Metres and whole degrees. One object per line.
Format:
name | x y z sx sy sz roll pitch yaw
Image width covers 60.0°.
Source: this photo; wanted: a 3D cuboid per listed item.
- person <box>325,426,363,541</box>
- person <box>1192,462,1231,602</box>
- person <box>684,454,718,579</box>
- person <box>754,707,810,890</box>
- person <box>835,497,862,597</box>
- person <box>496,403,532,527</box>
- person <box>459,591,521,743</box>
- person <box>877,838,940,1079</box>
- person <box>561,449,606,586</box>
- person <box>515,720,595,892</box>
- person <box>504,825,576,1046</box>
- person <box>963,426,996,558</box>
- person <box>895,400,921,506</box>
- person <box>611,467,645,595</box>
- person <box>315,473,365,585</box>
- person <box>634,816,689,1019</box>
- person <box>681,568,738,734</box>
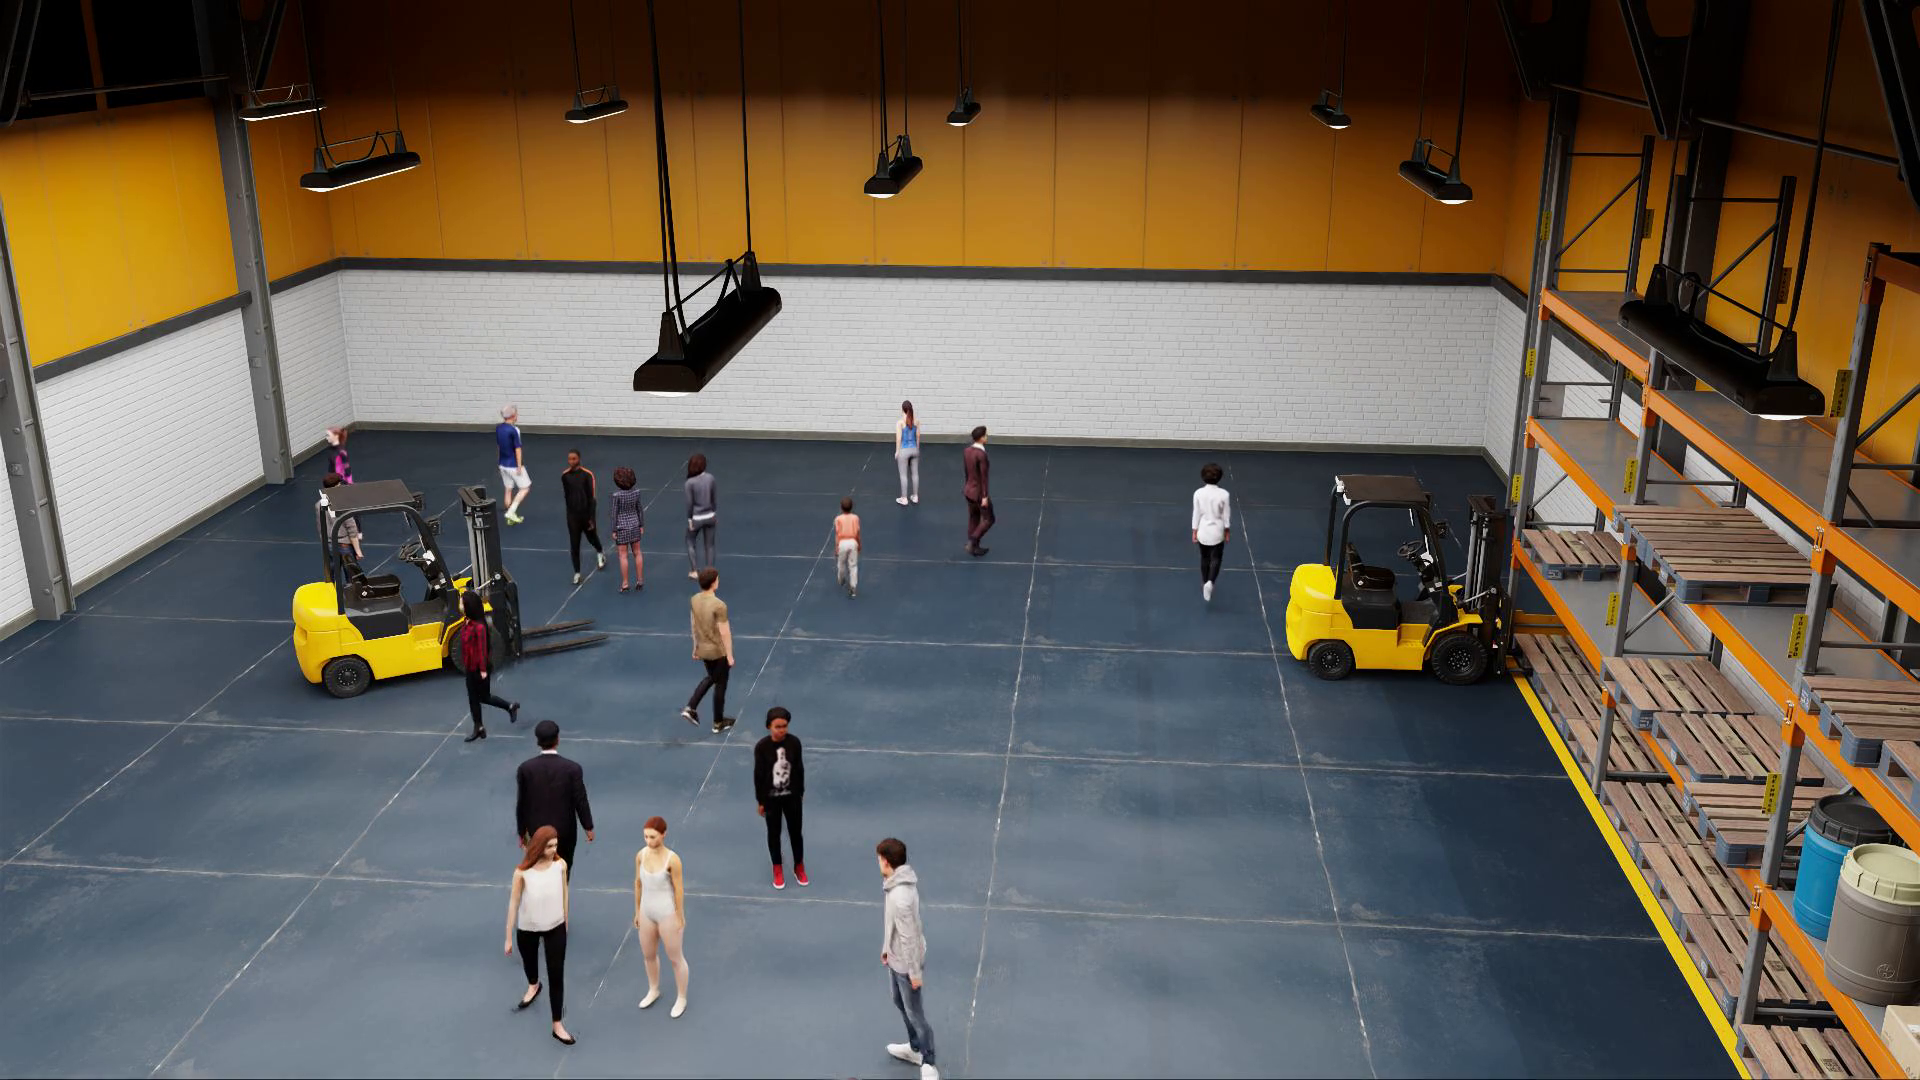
person | -8.646 -0.780 23.479 0.900 1.724 0.840 -14 23 -36
person | 3.220 -0.086 21.316 0.773 1.788 1.087 5 19 15
person | -3.358 -0.259 21.886 0.774 1.752 0.833 -9 21 -24
person | -1.597 2.225 14.632 0.689 1.675 0.697 -5 19 -14
person | -1.442 0.104 21.551 0.700 1.279 0.967 -4 19 -12
person | -6.594 -1.071 24.183 0.792 1.824 0.847 11 22 30
person | -4.968 1.308 17.408 0.953 1.640 0.892 -15 24 -37
person | -0.333 3.047 11.964 1.006 1.819 0.720 -8 20 -23
person | -4.990 -0.348 22.110 0.640 1.777 1.150 1 19 3
person | -3.387 2.441 13.715 0.776 1.850 0.722 1 19 2
person | -3.195 2.909 12.602 0.929 1.673 1.153 -4 19 -13
person | 0.185 -0.639 22.850 0.917 1.857 0.849 -13 22 -33
person | -0.791 -1.340 25.320 0.658 1.610 0.696 -10 21 -28
person | -4.305 -0.128 21.577 0.692 1.700 0.755 -15 24 -38
person | -7.674 0.100 20.582 0.728 1.904 0.641 5 19 14
person | -2.295 2.866 12.777 0.590 1.643 0.555 7 20 20
person | -2.656 1.191 17.446 0.930 1.838 1.011 17 25 41
